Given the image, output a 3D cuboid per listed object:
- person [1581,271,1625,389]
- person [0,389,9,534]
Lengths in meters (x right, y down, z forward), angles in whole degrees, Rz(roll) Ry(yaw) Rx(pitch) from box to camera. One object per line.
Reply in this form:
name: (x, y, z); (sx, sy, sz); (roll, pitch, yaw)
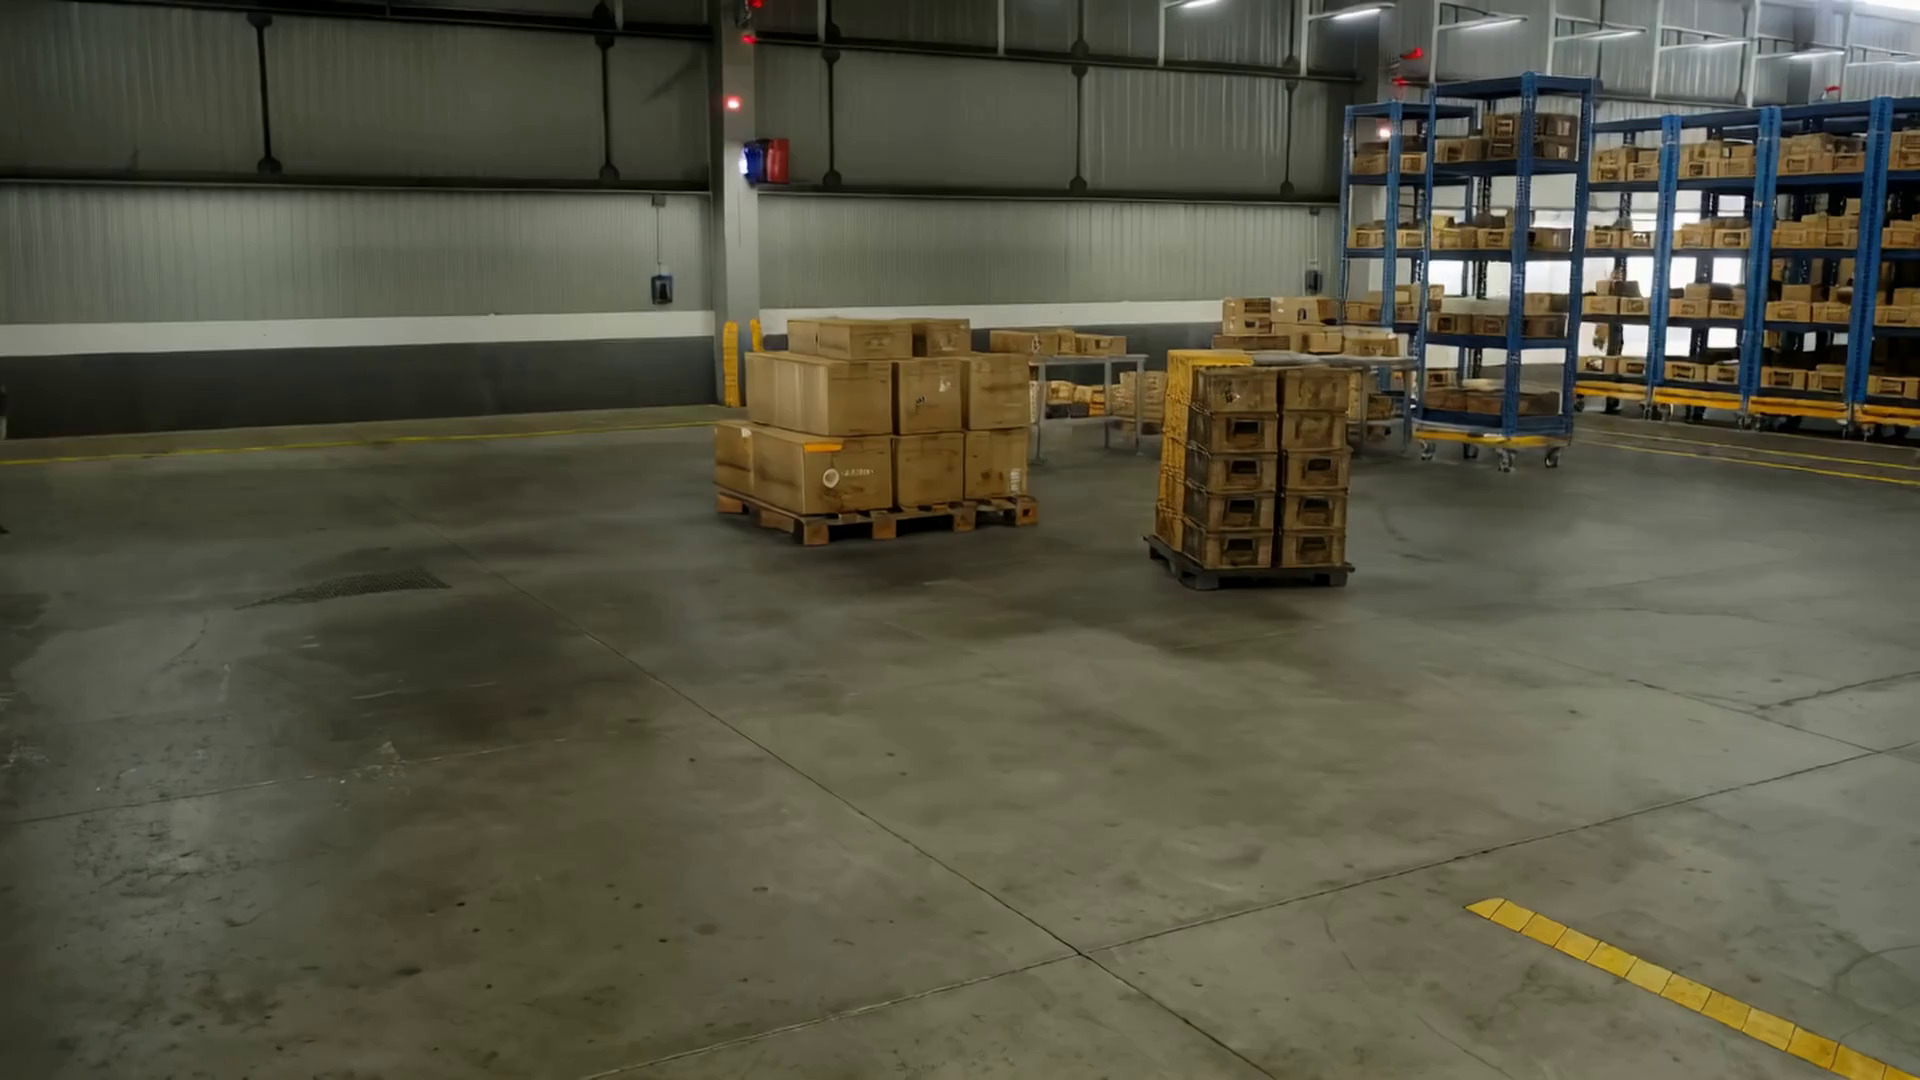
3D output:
person: (9.303, -2.994, 23.909); (0.747, 1.729, 0.570); (-4, 11, -24)
person: (-7.011, -0.811, 11.613); (0.809, 1.704, 0.586); (9, 14, 42)
